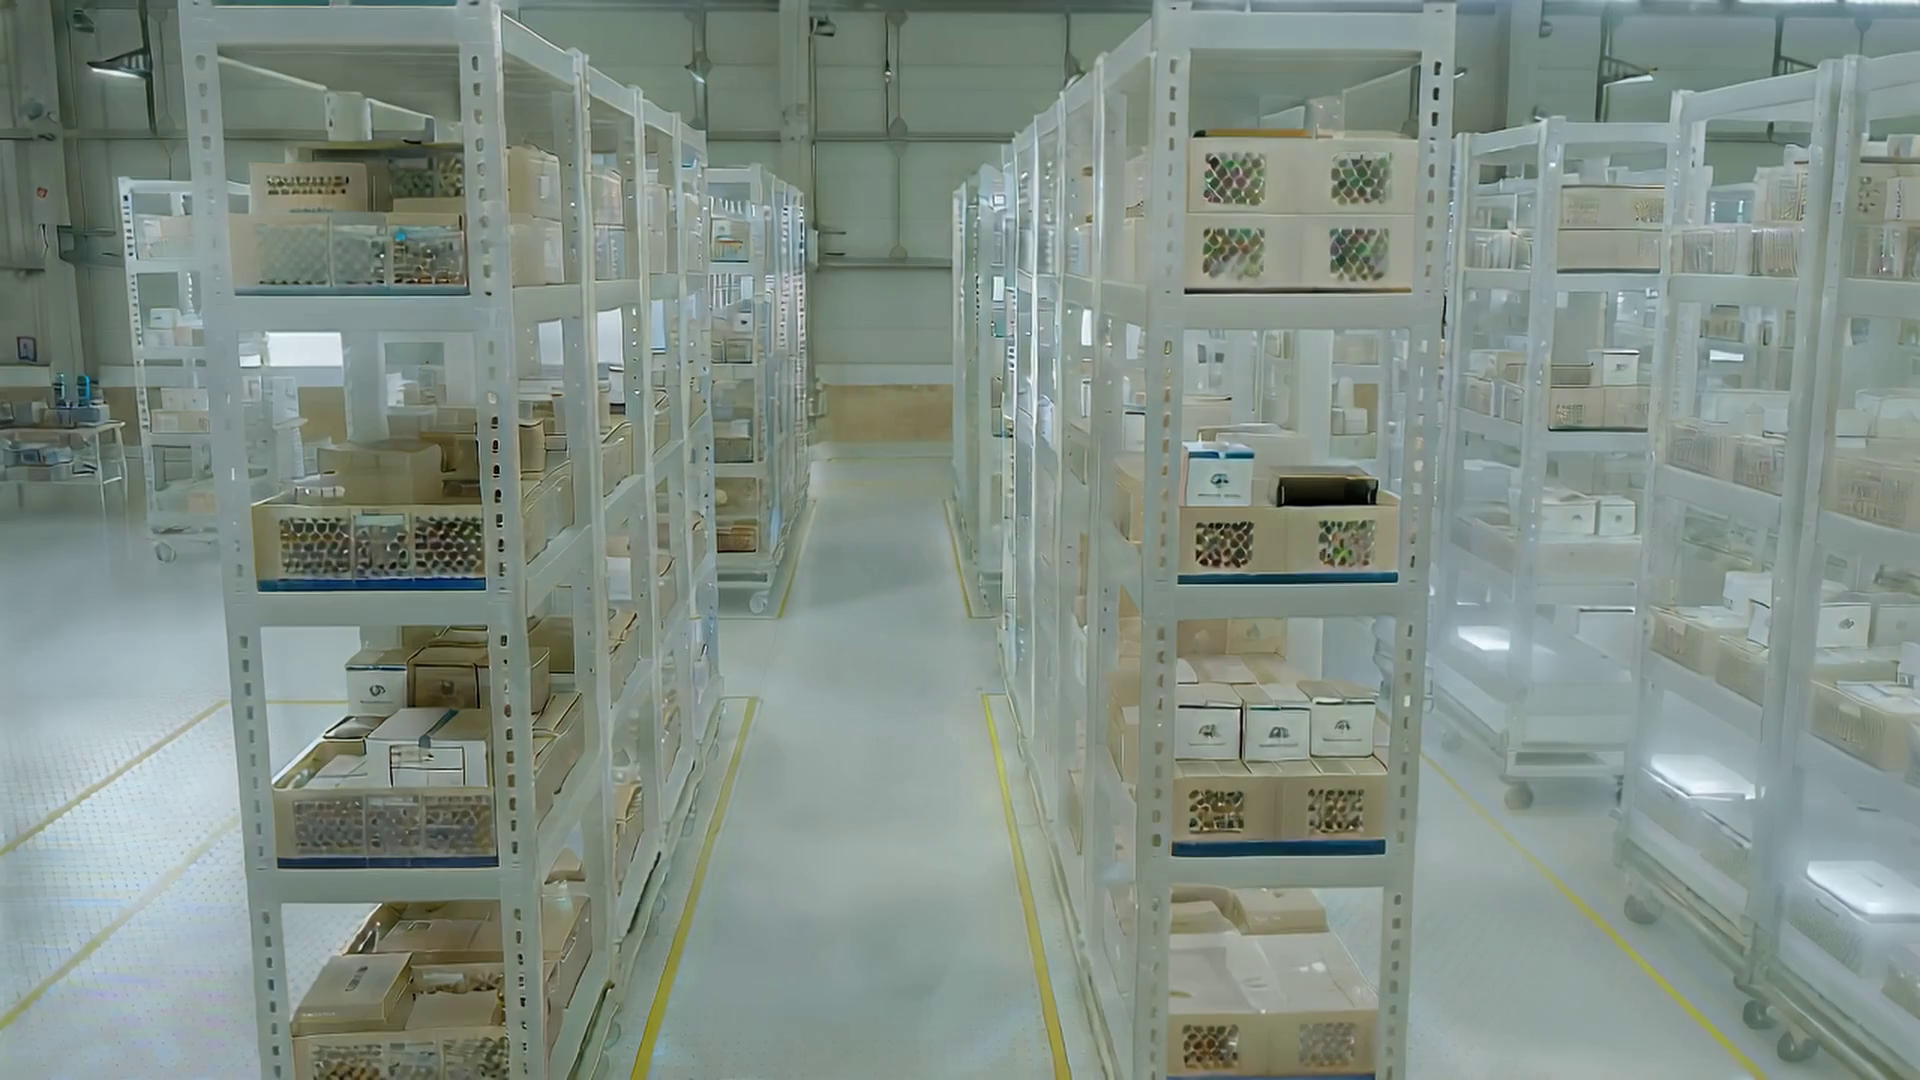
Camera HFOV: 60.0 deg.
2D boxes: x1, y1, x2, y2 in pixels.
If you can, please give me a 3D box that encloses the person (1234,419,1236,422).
[{"bbox_3d":[1.896,-0.035,12.030,0.418,1.819,0.609,-1,10,-7],"label":"person"}]
